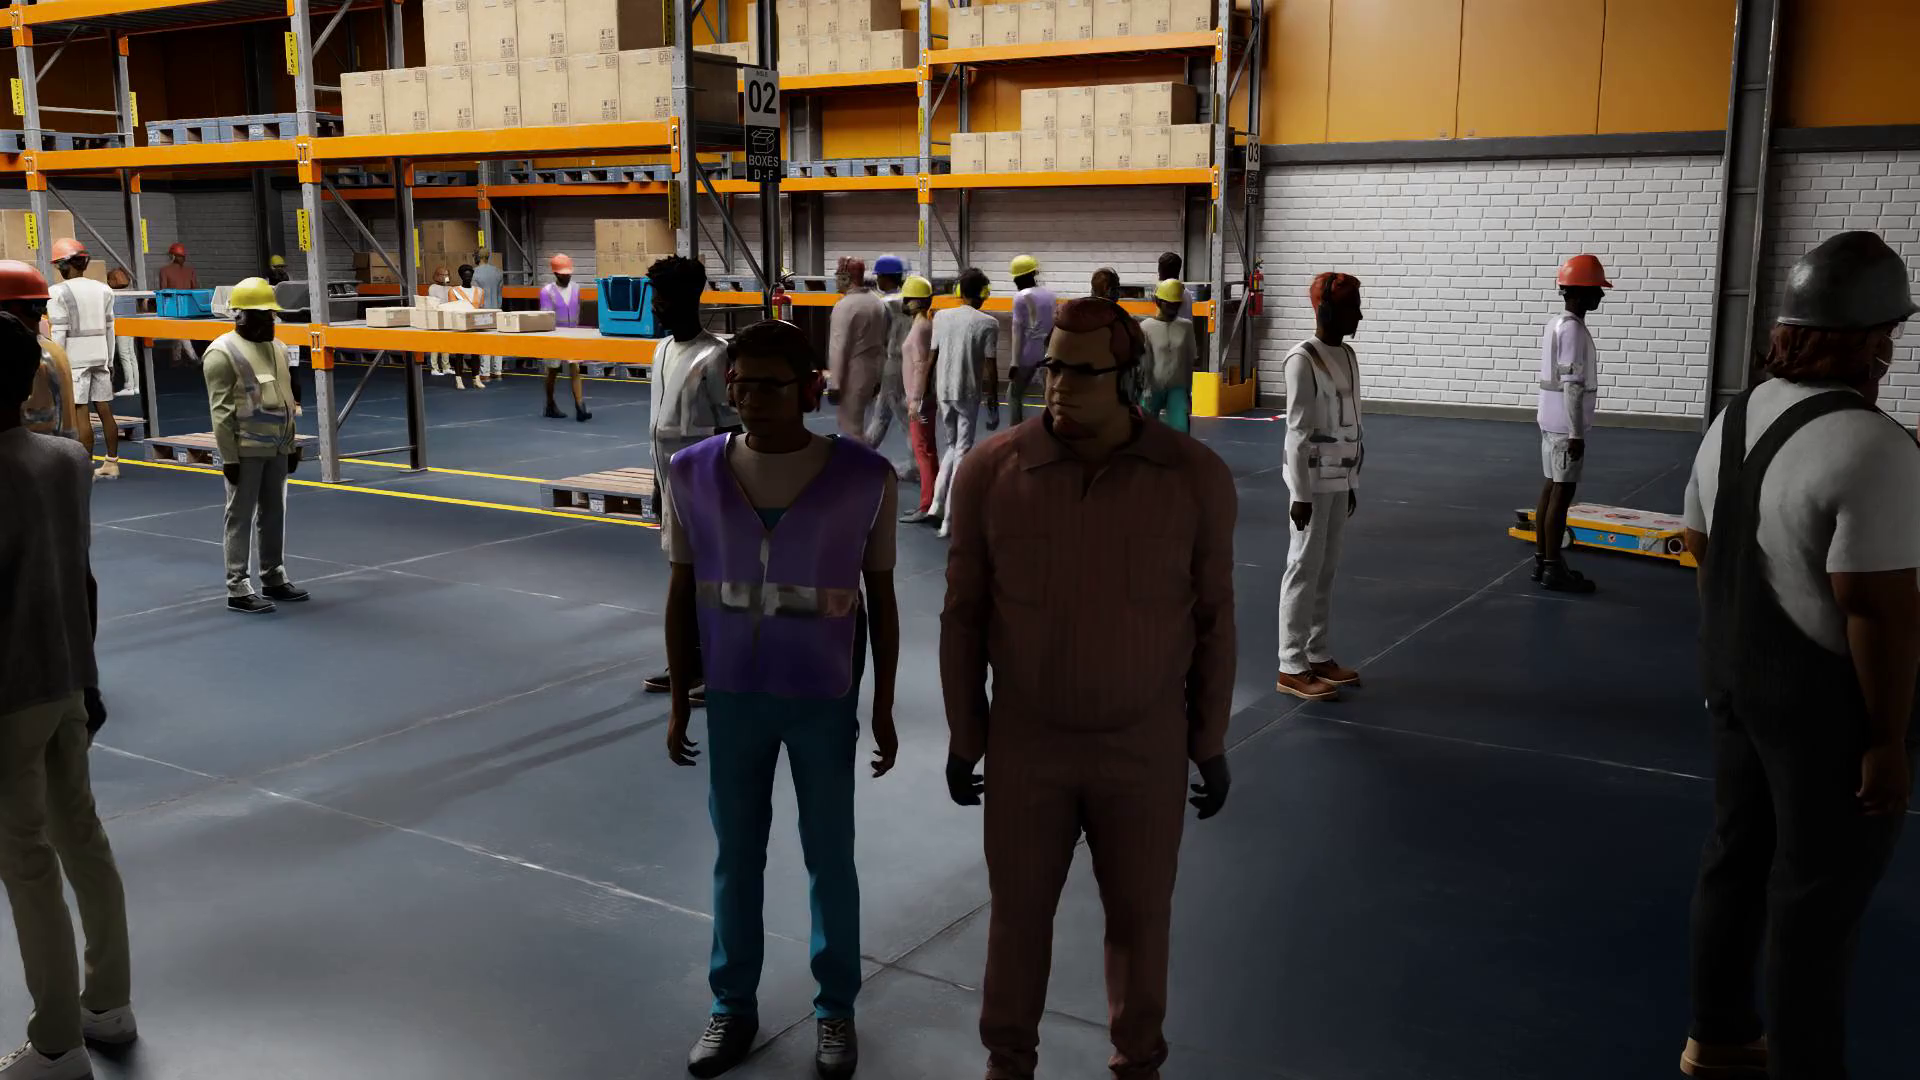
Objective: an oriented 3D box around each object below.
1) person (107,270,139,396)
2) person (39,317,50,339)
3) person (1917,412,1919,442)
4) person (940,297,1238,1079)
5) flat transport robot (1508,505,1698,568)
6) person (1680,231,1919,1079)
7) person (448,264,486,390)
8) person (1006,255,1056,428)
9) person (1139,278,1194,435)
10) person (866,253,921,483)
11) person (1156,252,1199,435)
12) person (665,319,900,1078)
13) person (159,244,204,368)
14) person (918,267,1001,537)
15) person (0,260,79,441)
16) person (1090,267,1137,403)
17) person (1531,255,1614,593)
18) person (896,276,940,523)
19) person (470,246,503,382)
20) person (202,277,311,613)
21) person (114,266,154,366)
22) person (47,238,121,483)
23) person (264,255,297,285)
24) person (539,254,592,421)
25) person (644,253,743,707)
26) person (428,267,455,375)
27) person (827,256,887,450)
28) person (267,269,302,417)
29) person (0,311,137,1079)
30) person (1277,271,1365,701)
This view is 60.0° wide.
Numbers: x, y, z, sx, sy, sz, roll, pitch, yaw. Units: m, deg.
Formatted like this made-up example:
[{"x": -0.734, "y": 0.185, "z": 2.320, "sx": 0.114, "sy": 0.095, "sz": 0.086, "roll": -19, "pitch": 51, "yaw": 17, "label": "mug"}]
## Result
[{"x": -10.955, "y": -2.703, "z": 21.739, "sx": 0.285, "sy": 1.633, "sz": 0.497, "roll": -1, "pitch": 10, "yaw": -6, "label": "person"}, {"x": -7.325, "y": -1.180, "z": 12.937, "sx": 0.524, "sy": 1.767, "sz": 0.321, "roll": -10, "pitch": 14, "yaw": -44, "label": "person"}, {"x": 8.510, "y": -1.498, "z": 14.329, "sx": 0.402, "sy": 1.903, "sz": 0.656, "roll": 4, "pitch": 11, "yaw": 22, "label": "person"}, {"x": 0.277, "y": 0.430, "z": 3.630, "sx": 0.648, "sy": 1.904, "sz": 0.401, "roll": 1, "pitch": 10, "yaw": 5, "label": "person"}, {"x": 4.379, "y": -0.049, "z": 10.805, "sx": 0.652, "sy": 0.197, "sz": 1.431, "roll": -8, "pitch": 13, "yaw": -37, "label": "flat transport robot"}, {"x": 1.961, "y": 0.340, "z": 3.749, "sx": 0.539, "sy": 2.000, "sz": 0.689, "roll": -1, "pitch": 10, "yaw": -5, "label": "person"}, {"x": -6.673, "y": -2.885, "z": 22.561, "sx": 0.539, "sy": 1.698, "sz": 0.318, "roll": -9, "pitch": 14, "yaw": -42, "label": "person"}, {"x": 0.650, "y": -1.700, "z": 15.508, "sx": 0.842, "sy": 1.869, "sz": 0.661, "roll": 9, "pitch": 13, "yaw": 40, "label": "person"}, {"x": 1.611, "y": -1.146, "z": 12.848, "sx": 0.528, "sy": 1.725, "sz": 0.828, "roll": -3, "pitch": 11, "yaw": -17, "label": "person"}, {"x": -0.653, "y": -1.438, "z": 13.976, "sx": 0.965, "sy": 1.896, "sz": 0.639, "roll": 4, "pitch": 11, "yaw": 23, "label": "person"}, {"x": 1.877, "y": -1.552, "z": 14.574, "sx": 0.395, "sy": 1.917, "sz": 0.590, "roll": 4, "pitch": 11, "yaw": 21, "label": "person"}, {"x": -0.428, "y": 0.386, "z": 4.042, "sx": 0.571, "sy": 1.840, "sz": 0.374, "roll": 1, "pitch": 10, "yaw": 6, "label": "person"}, {"x": -12.273, "y": -3.703, "z": 26.376, "sx": 0.984, "sy": 1.944, "sz": 0.626, "roll": 5, "pitch": 11, "yaw": 25, "label": "person"}, {"x": 0.011, "y": -0.936, "z": 11.364, "sx": 0.559, "sy": 1.837, "sz": 0.450, "roll": 6, "pitch": 12, "yaw": 28, "label": "person"}, {"x": -3.992, "y": -0.228, "z": 7.180, "sx": 0.356, "sy": 1.937, "sz": 0.552, "roll": -4, "pitch": 11, "yaw": -20, "label": "person"}, {"x": 0.985, "y": -0.932, "z": 11.355, "sx": 0.506, "sy": 1.839, "sz": 0.343, "roll": 5, "pitch": 11, "yaw": 24, "label": "person"}, {"x": 3.540, "y": -0.672, "z": 9.639, "sx": 0.362, "sy": 1.938, "sz": 0.545, "roll": 2, "pitch": 10, "yaw": 9, "label": "person"}, {"x": -0.302, "y": -1.005, "z": 11.963, "sx": 0.315, "sy": 1.767, "sz": 0.534, "roll": 1, "pitch": 10, "yaw": 6, "label": "person"}, {"x": -6.801, "y": -3.230, "z": 23.811, "sx": 0.372, "sy": 1.940, "sz": 0.630, "roll": 5, "pitch": 11, "yaw": 26, "label": "person"}, {"x": -3.841, "y": -0.516, "z": 9.109, "sx": 0.405, "sy": 1.823, "sz": 0.591, "roll": 3, "pitch": 11, "yaw": 14, "label": "person"}, {"x": -13.327, "y": -3.568, "z": 26.583, "sx": 0.627, "sy": 1.613, "sz": 0.502, "roll": -1, "pitch": 10, "yaw": -8, "label": "person"}, {"x": -7.336, "y": -1.490, "z": 13.888, "sx": 0.377, "sy": 2.041, "sz": 0.607, "roll": 4, "pitch": 11, "yaw": 21, "label": "person"}, {"x": -11.020, "y": -3.718, "z": 26.953, "sx": 0.915, "sy": 1.788, "sz": 0.607, "roll": 7, "pitch": 12, "yaw": 32, "label": "person"}, {"x": -4.448, "y": -2.252, "z": 18.621, "sx": 0.554, "sy": 1.851, "sz": 1.029, "roll": -9, "pitch": 14, "yaw": -42, "label": "person"}, {"x": -1.173, "y": -0.258, "z": 7.271, "sx": 0.365, "sy": 1.962, "sz": 0.614, "roll": -9, "pitch": 13, "yaw": -40, "label": "person"}, {"x": -7.779, "y": -3.285, "z": 24.998, "sx": 0.284, "sy": 1.629, "sz": 0.501, "roll": 5, "pitch": 11, "yaw": 25, "label": "person"}, {"x": -0.847, "y": -1.259, "z": 12.995, "sx": 0.431, "sy": 1.894, "sz": 0.669, "roll": 5, "pitch": 11, "yaw": 24, "label": "person"}, {"x": -7.748, "y": -2.259, "z": 19.107, "sx": 0.321, "sy": 1.694, "sz": 0.529, "roll": -4, "pitch": 11, "yaw": -23, "label": "person"}, {"x": -2.244, "y": 0.385, "z": 3.974, "sx": 0.321, "sy": 1.871, "sz": 0.532, "roll": 1, "pitch": 10, "yaw": 4, "label": "person"}, {"x": 1.617, "y": -0.243, "z": 7.406, "sx": 0.341, "sy": 1.883, "sz": 0.587, "roll": 7, "pitch": 12, "yaw": 33, "label": "person"}]
